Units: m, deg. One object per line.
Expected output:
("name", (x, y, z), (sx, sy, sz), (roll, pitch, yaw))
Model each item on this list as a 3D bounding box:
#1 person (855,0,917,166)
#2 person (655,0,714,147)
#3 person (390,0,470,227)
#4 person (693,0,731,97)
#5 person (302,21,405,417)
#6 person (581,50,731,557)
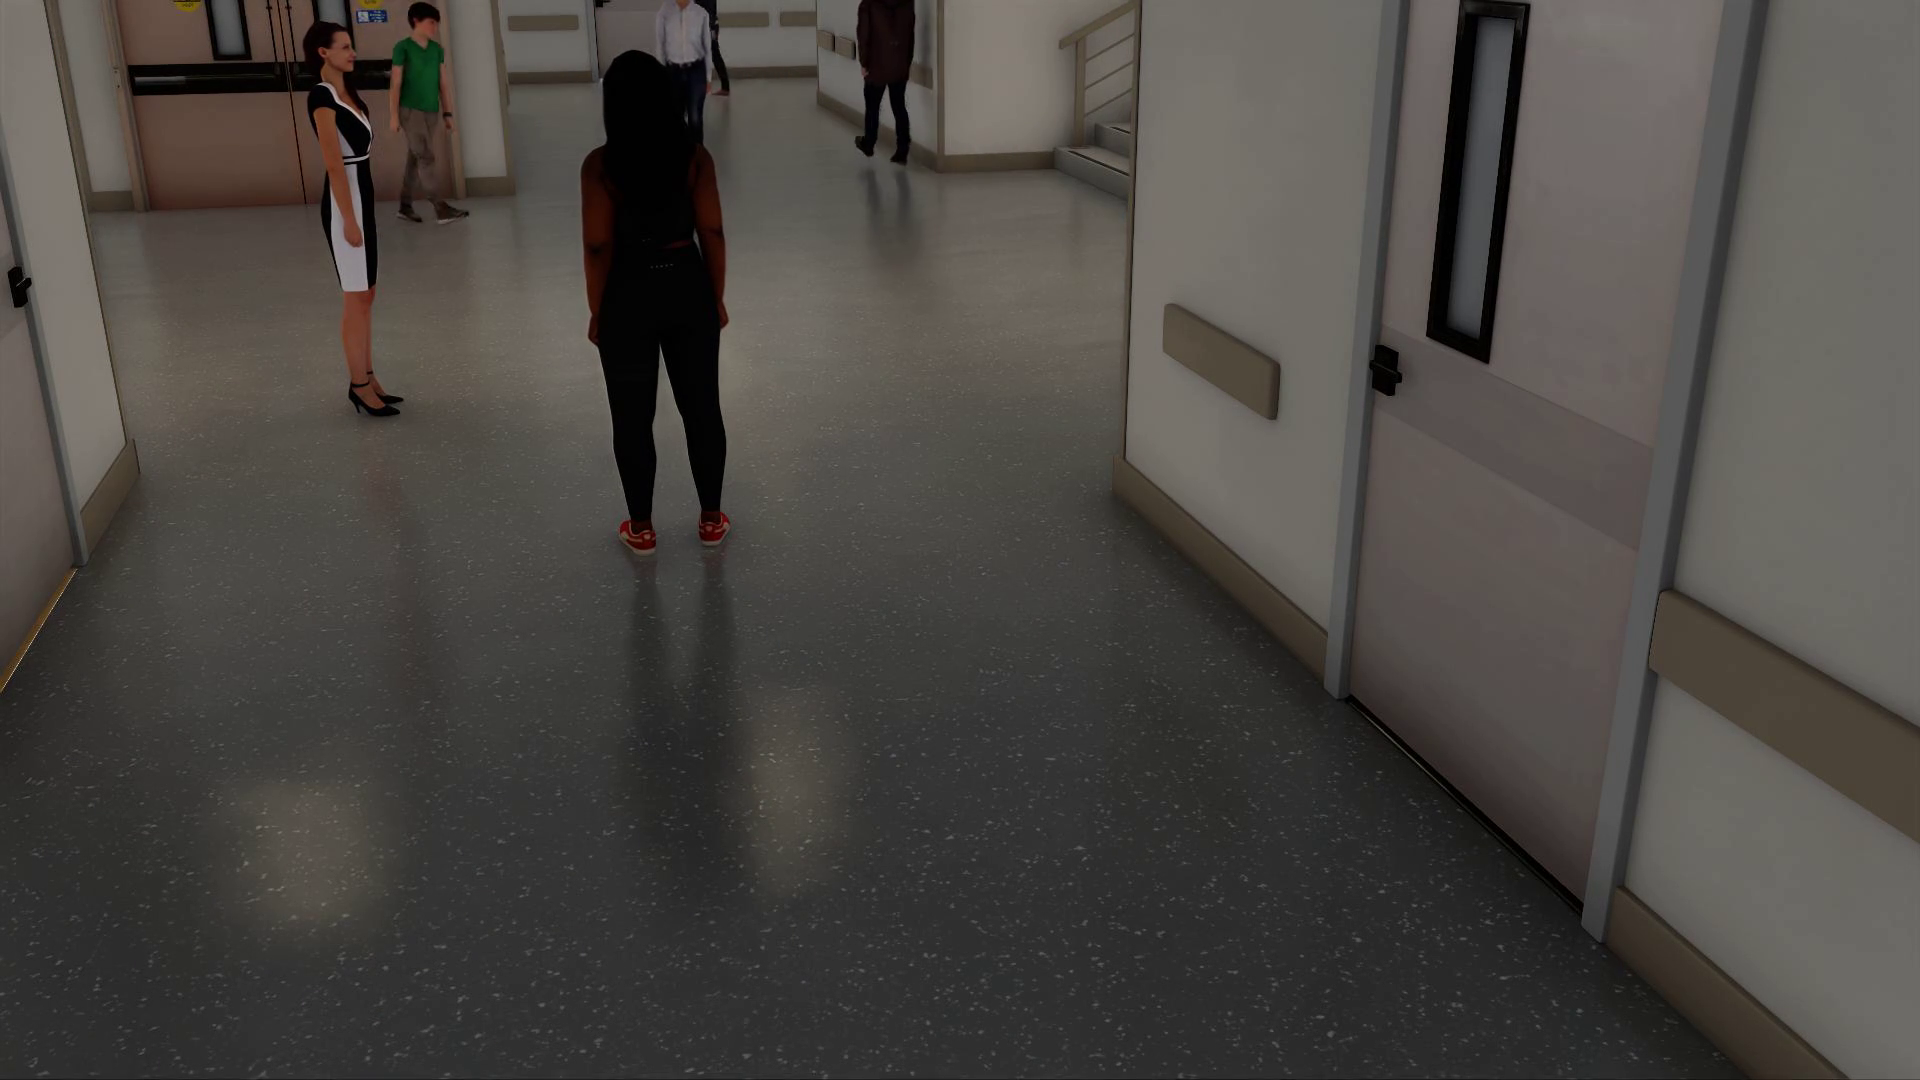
("person", (-0.635, -4.333, 15.288), (1.157, 1.791, 0.973), (-10, 23, -24))
("person", (-2.435, -4.107, 14.689), (1.119, 1.792, 0.857), (-1, 21, -4))
("person", (-4.136, -3.182, 12.500), (1.042, 1.613, 1.002), (17, 26, 37))
("person", (-3.121, -6.494, 21.128), (0.969, 1.696, 0.738), (-1, 21, -4))
("person", (-2.838, -1.479, 7.747), (0.492, 1.796, 0.592), (-4, 21, -10))
("person", (-1.099, -0.841, 6.035), (0.543, 1.814, 0.722), (-6, 22, -16))
